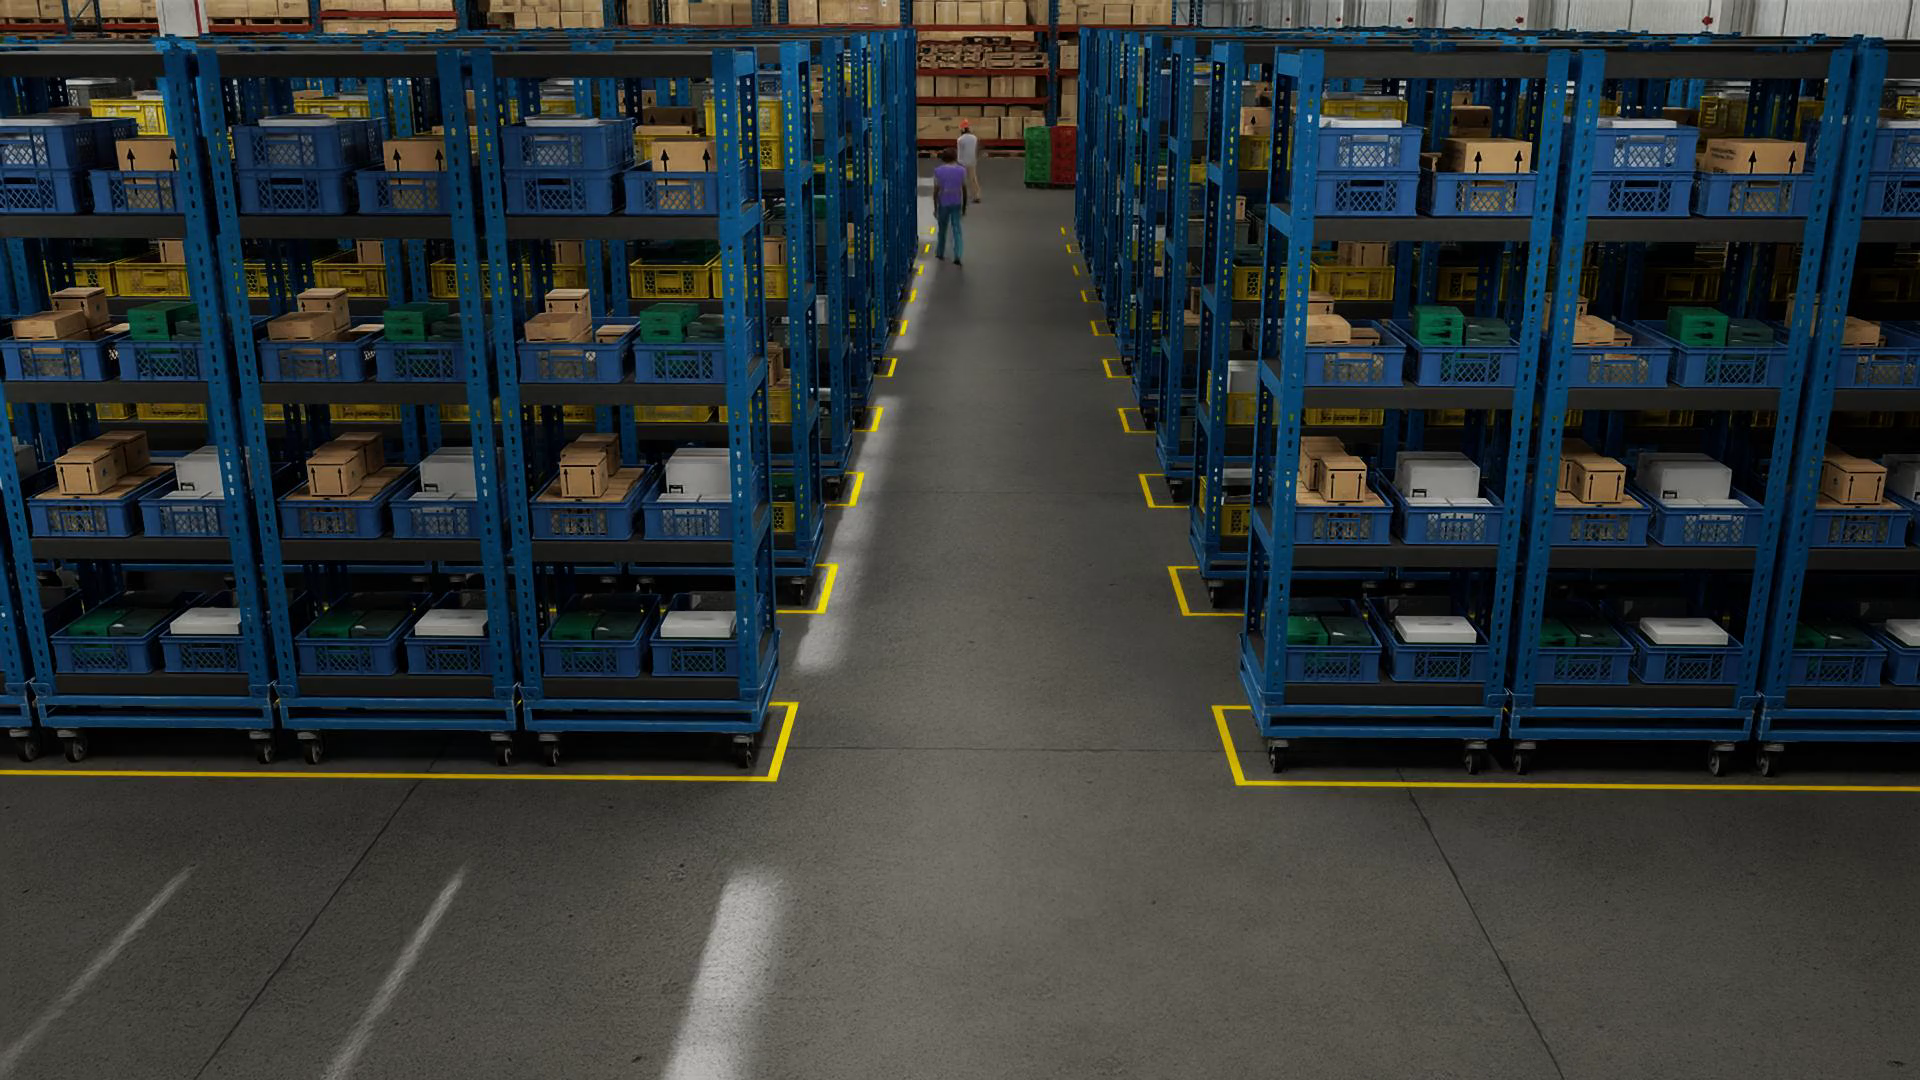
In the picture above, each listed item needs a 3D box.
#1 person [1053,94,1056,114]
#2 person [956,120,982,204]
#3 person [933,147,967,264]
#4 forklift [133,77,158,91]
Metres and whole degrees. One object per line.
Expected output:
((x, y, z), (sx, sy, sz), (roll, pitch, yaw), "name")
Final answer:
((2.959, -13.081, 51.125), (0.916, 1.794, 0.589), (0, 17, -1), "person")
((0.148, -7.901, 34.744), (0.557, 1.714, 0.889), (-11, 20, -31), "person")
((-0.150, -5.273, 26.235), (0.588, 1.799, 0.981), (-5, 18, -16), "person")
((-20.948, -11.143, 43.150), (1.873, 2.768, 1.129), (0, 17, 1), "forklift")
